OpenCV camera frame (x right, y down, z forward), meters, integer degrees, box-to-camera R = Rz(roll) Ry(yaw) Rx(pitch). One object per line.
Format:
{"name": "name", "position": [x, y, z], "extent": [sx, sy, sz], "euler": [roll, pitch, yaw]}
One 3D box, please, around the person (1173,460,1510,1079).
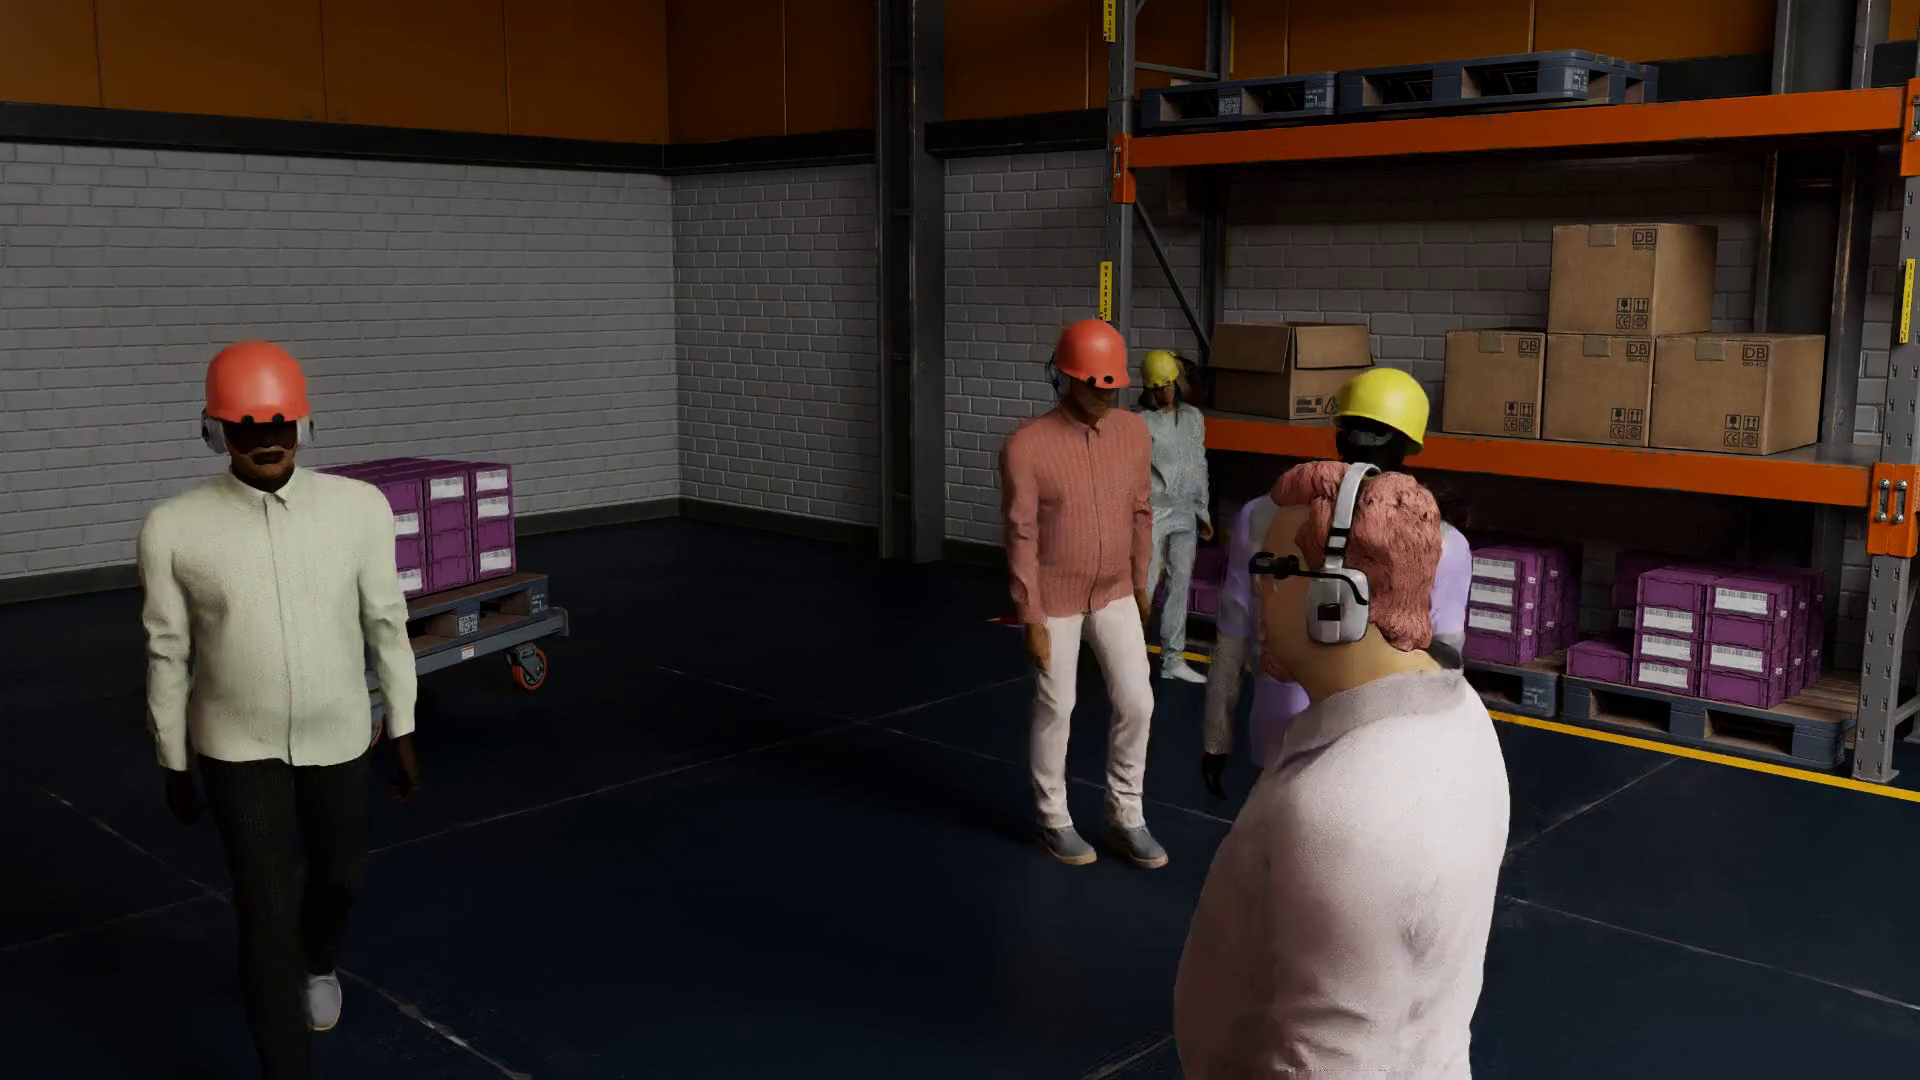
{"name": "person", "position": [0.559, 0.835, 2.184], "extent": [0.787, 1.884, 0.650], "euler": [4, 10, 25]}

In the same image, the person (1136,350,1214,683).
{"name": "person", "position": [1.016, -0.098, 8.449], "extent": [0.550, 1.709, 0.385], "euler": [-6, 11, -35]}

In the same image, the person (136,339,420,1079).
{"name": "person", "position": [-1.716, 0.470, 4.204], "extent": [0.619, 1.963, 0.924], "euler": [-6, 11, -33]}

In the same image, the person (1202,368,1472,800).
{"name": "person", "position": [0.882, 0.531, 4.039], "extent": [0.647, 1.881, 0.791], "euler": [3, 10, 18]}

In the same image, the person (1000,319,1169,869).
{"name": "person", "position": [0.443, 0.217, 5.771], "extent": [0.660, 1.944, 0.649], "euler": [-4, 10, -25]}
